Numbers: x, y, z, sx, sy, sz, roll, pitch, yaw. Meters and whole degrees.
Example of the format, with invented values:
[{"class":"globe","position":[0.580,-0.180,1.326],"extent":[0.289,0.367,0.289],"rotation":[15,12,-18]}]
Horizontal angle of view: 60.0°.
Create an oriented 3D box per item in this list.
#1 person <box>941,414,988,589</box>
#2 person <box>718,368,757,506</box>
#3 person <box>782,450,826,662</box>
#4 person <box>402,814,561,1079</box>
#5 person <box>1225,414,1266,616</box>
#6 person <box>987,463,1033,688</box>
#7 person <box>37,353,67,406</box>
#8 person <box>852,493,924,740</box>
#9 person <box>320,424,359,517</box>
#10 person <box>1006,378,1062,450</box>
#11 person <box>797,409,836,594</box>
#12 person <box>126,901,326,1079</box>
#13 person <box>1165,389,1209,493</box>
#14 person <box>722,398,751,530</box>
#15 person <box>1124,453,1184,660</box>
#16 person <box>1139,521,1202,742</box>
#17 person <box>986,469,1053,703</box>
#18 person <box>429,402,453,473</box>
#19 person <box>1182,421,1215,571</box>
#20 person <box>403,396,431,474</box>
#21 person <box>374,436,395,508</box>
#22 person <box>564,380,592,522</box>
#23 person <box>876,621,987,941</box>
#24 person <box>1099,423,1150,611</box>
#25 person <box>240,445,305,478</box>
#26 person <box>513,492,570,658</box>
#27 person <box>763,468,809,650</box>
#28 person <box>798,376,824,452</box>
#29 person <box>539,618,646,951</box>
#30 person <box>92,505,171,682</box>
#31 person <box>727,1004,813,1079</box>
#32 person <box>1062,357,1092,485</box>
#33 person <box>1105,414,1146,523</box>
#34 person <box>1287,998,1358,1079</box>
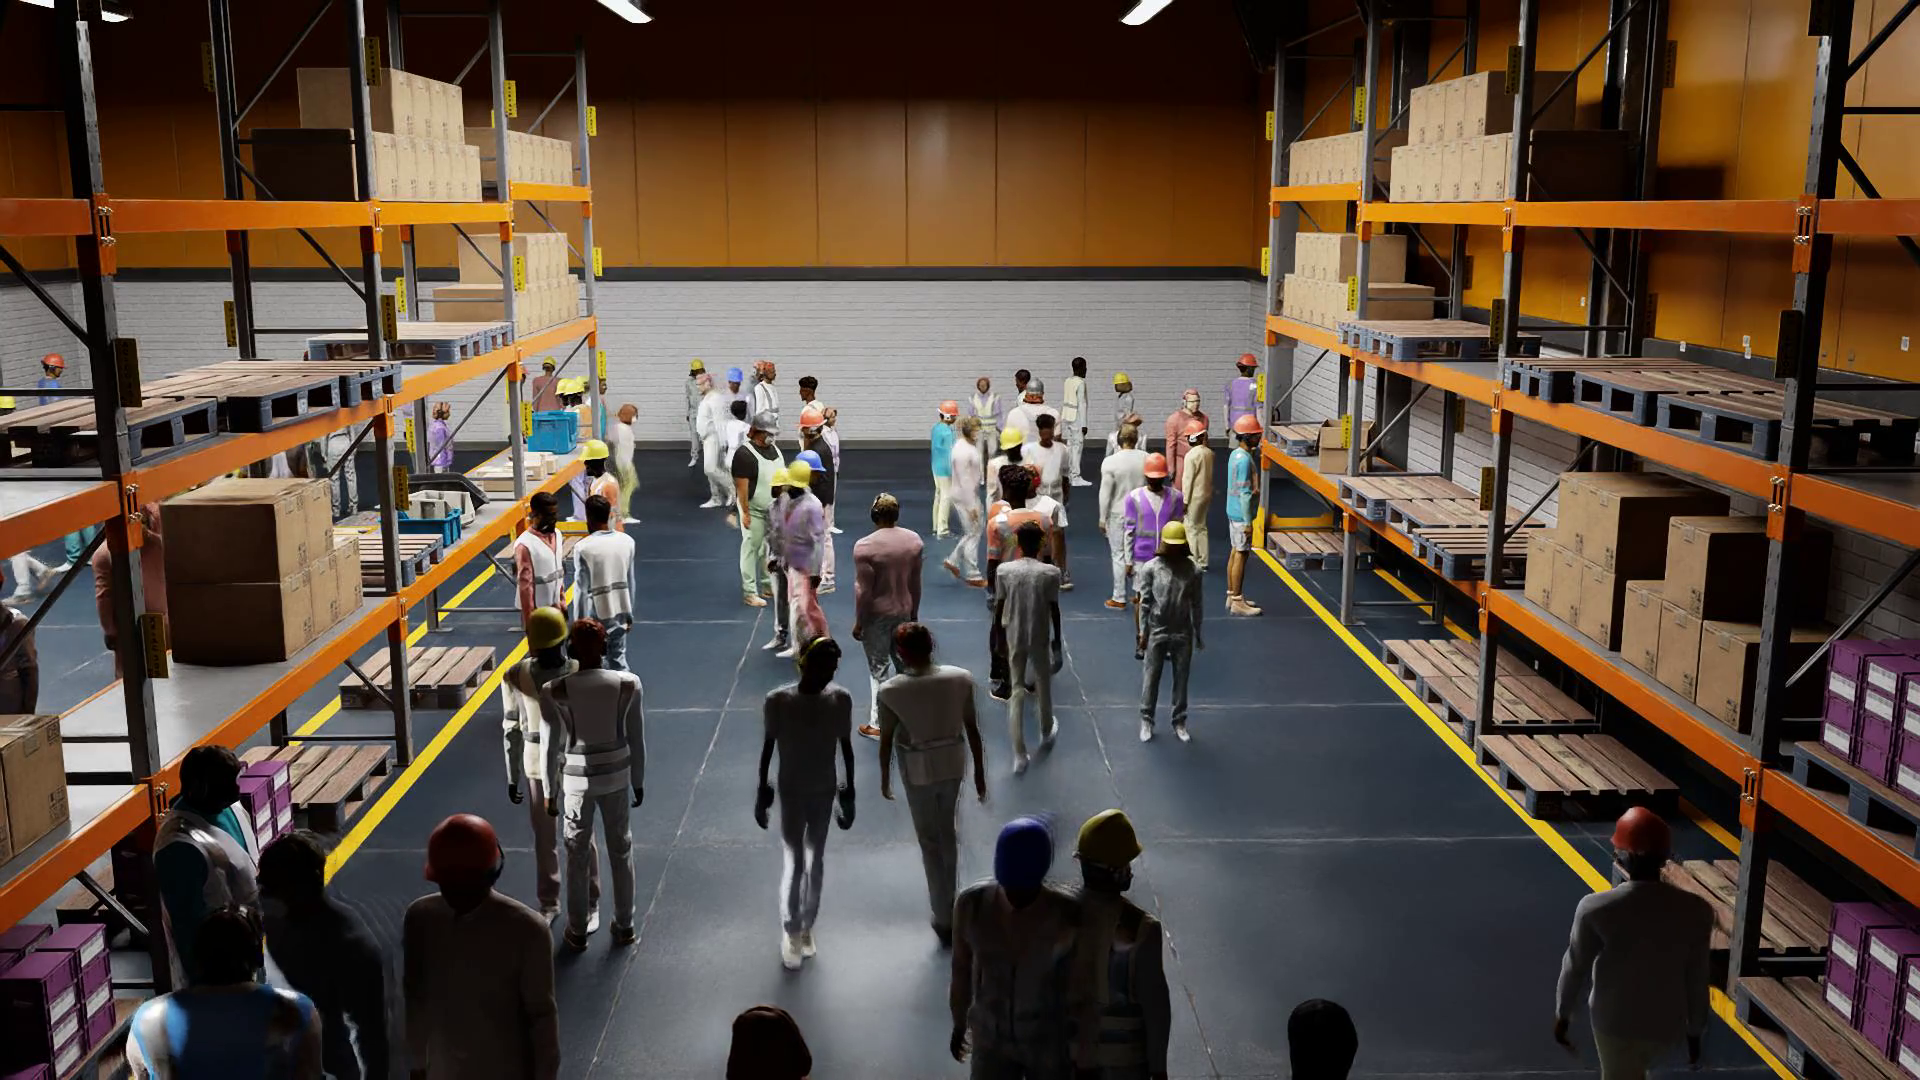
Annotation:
[{"class":"person","position":[0.103,-0.412,18.011],"extent":[0.512,1.916,0.655],"rotation":[2,12,12]},{"class":"person","position":[-3.112,-1.420,23.022],"extent":[0.654,1.927,0.625],"rotation":[-3,12,-13]},{"class":"person","position":[-1.414,0.145,15.170],"extent":[0.414,1.939,0.604],"rotation":[-1,11,-7]},{"class":"person","position":[-1.761,1.935,6.078],"extent":[0.620,1.986,0.410],"rotation":[3,12,16]},{"class":"person","position":[2.898,-0.257,16.907],"extent":[0.370,2.048,0.607],"rotation":[0,11,1]},{"class":"person","position":[0.417,0.309,14.270],"extent":[0.366,1.966,0.603],"rotation":[-3,12,-14]},{"class":"person","position":[-13.053,-1.677,24.058],"extent":[0.605,2.034,0.391],"rotation":[11,15,43]},{"class":"person","position":[-0.570,0.590,12.932],"extent":[0.636,1.939,0.364],"rotation":[-9,15,-39]},{"class":"person","position":[-8.357,-1.187,22.350],"extent":[0.484,1.738,0.320],"rotation":[-10,15,-42]},{"class":"person","position":[0.913,-1.003,20.663],"extent":[0.690,2.000,0.538],"rotation":[0,11,0]},{"class":"person","position":[-1.538,-0.419,17.852],"extent":[0.393,1.990,0.616],"rotation":[-2,12,-12]},{"class":"person","position":[-2.463,2.098,5.696],"extent":[0.628,1.809,0.840],"rotation":[-3,12,-13]},{"class":"person","position":[2.838,-0.913,20.548],"extent":[0.651,1.906,0.403],"rotation":[-7,13,-30]},{"class":"person","position":[-2.869,-0.986,21.499],"extent":[0.570,1.704,0.488],"rotation":[10,15,42]},{"class":"person","position":[1.770,0.151,15.184],"extent":[0.550,1.923,0.391],"rotation":[-1,11,-3]},{"class":"person","position":[1.626,0.706,12.845],"extent":[0.493,1.741,0.321],"rotation":[-1,11,-4]},{"class":"person","position":[0.494,0.384,13.928],"extent":[0.603,1.957,0.385],"rotation":[-5,12,-23]},{"class":"person","position":[-6.718,-0.981,21.583],"extent":[0.315,1.631,0.525],"rotation":[-4,12,-21]},{"class":"person","position":[2.655,-0.481,18.812],"extent":[0.354,1.737,0.573],"rotation":[8,14,35]},{"class":"person","position":[-7.902,-1.624,24.096],"extent":[0.399,1.917,0.595],"rotation":[-11,15,-43]},{"class":"person","position":[-7.868,-1.210,22.717],"extent":[0.286,1.636,0.500],"rotation":[-7,13,-32]},{"class":"person","position":[-4.918,-1.104,21.492],"extent":[0.391,1.915,0.593],"rotation":[4,12,18]},{"class":"person","position":[-0.203,1.337,9.535],"extent":[0.617,1.799,0.785],"rotation":[-5,12,-23]},{"class":"person","position":[1.727,-0.238,17.109],"extent":[0.629,1.931,0.370],"rotation":[-5,12,-23]},{"class":"person","position":[-7.379,-0.442,17.848],"extent":[0.538,2.000,0.695],"rotation":[8,14,36]},{"class":"person","position":[-3.313,0.553,13.206],"extent":[0.411,1.906,0.602],"rotation":[3,12,14]},{"class":"person","position":[-1.608,0.194,15.407],"extent":[0.487,1.743,0.315],"rotation":[8,14,34]},{"class":"person","position":[-1.922,-1.163,21.692],"extent":[0.386,1.957,0.606],"rotation":[3,12,13]},{"class":"person","position":[-2.030,1.356,9.250],"extent":[0.576,1.880,0.350],"rotation":[-4,12,-21]},{"class":"person","position":[-6.252,0.644,12.756],"extent":[0.403,1.904,0.637],"rotation":[10,15,42]},{"class":"person","position":[-0.595,2.257,5.338],"extent":[0.276,1.633,0.499],"rotation":[2,11,8]},{"class":"person","position":[1.731,-1.771,24.820],"extent":[0.378,1.917,0.597],"rotation":[-4,12,-20]},{"class":"person","position":[2.047,-0.759,20.583],"extent":[0.531,1.588,0.819],"rotation":[-1,11,-5]},{"class":"person","position":[1.026,2.235,4.739],"extent":[0.597,1.915,0.371],"rotation":[-4,12,-17]}]
